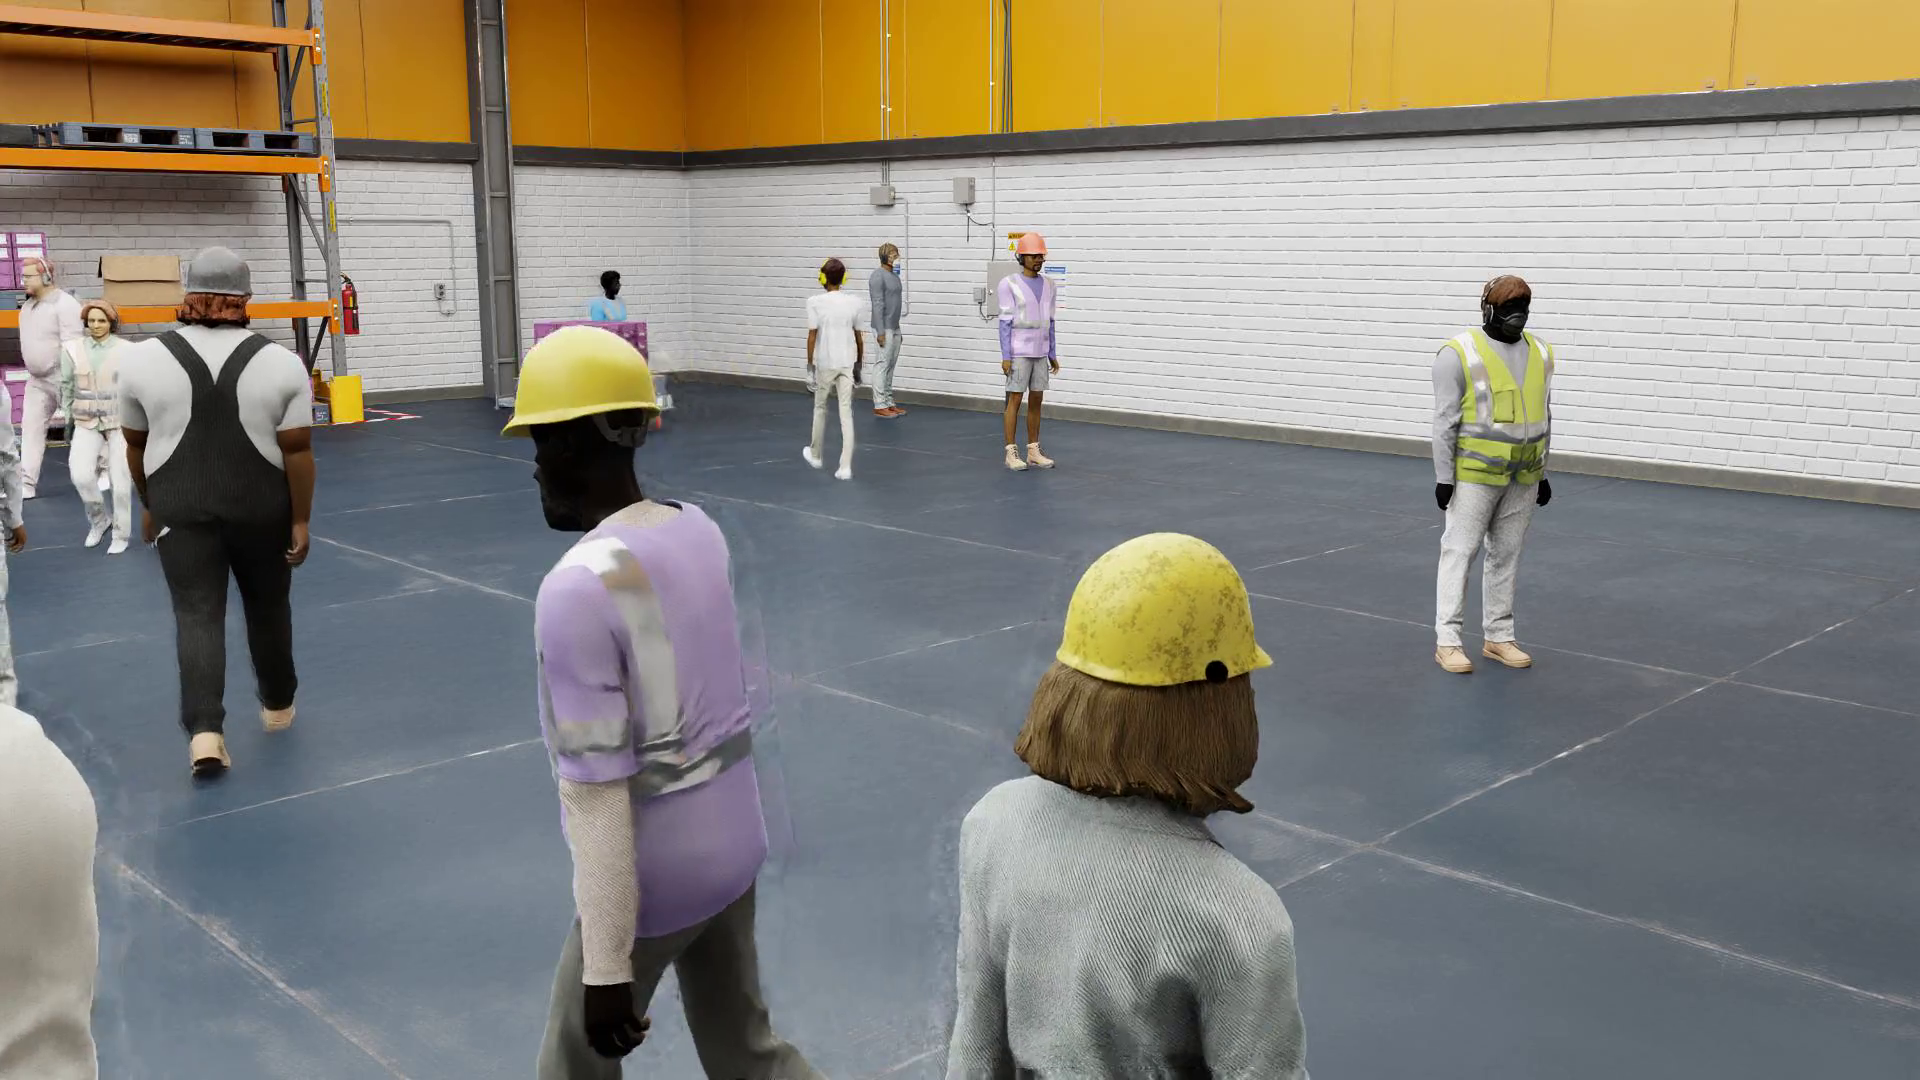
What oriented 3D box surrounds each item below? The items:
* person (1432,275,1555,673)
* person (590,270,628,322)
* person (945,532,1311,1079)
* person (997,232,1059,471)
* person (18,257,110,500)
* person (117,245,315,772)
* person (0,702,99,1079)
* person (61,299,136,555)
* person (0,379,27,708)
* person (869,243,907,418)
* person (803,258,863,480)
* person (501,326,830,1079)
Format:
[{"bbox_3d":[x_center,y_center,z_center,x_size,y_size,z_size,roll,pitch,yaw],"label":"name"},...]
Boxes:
[{"bbox_3d":[2.488,-0.302,7.736,0.632,1.842,0.429,-3,11,-18],"label":"person"},{"bbox_3d":[-3.903,-2.144,18.284,0.822,1.655,0.571,5,11,24],"label":"person"},{"bbox_3d":[0.218,0.828,1.970,0.918,1.689,0.505,-7,13,-34],"label":"person"},{"bbox_3d":[0.611,-1.624,14.397,0.605,2.044,0.374,-8,13,-36],"label":"person"},{"bbox_3d":[-6.997,-1.252,12.892,0.655,1.860,0.994,4,11,22],"label":"person"},{"bbox_3d":[-2.850,-0.163,6.432,0.683,2.000,0.983,-4,11,-21],"label":"person"},{"bbox_3d":[-1.125,0.770,1.724,0.630,1.912,0.936,0,10,-1],"label":"person"},{"bbox_3d":[-5.410,-0.711,10.534,0.532,1.620,0.365,-2,11,-9],"label":"person"},{"bbox_3d":[-4.210,-0.115,6.875,0.610,1.794,0.922,-8,13,-38],"label":"person"},{"bbox_3d":[-0.803,-2.338,18.575,0.371,1.940,0.631,3,11,17],"label":"person"},{"bbox_3d":[-1.085,-1.449,14.014,0.558,1.823,0.967,-4,11,-20],"label":"person"},{"bbox_3d":[-0.463,0.570,2.909,0.930,1.879,0.635,3,11,16],"label":"person"}]
